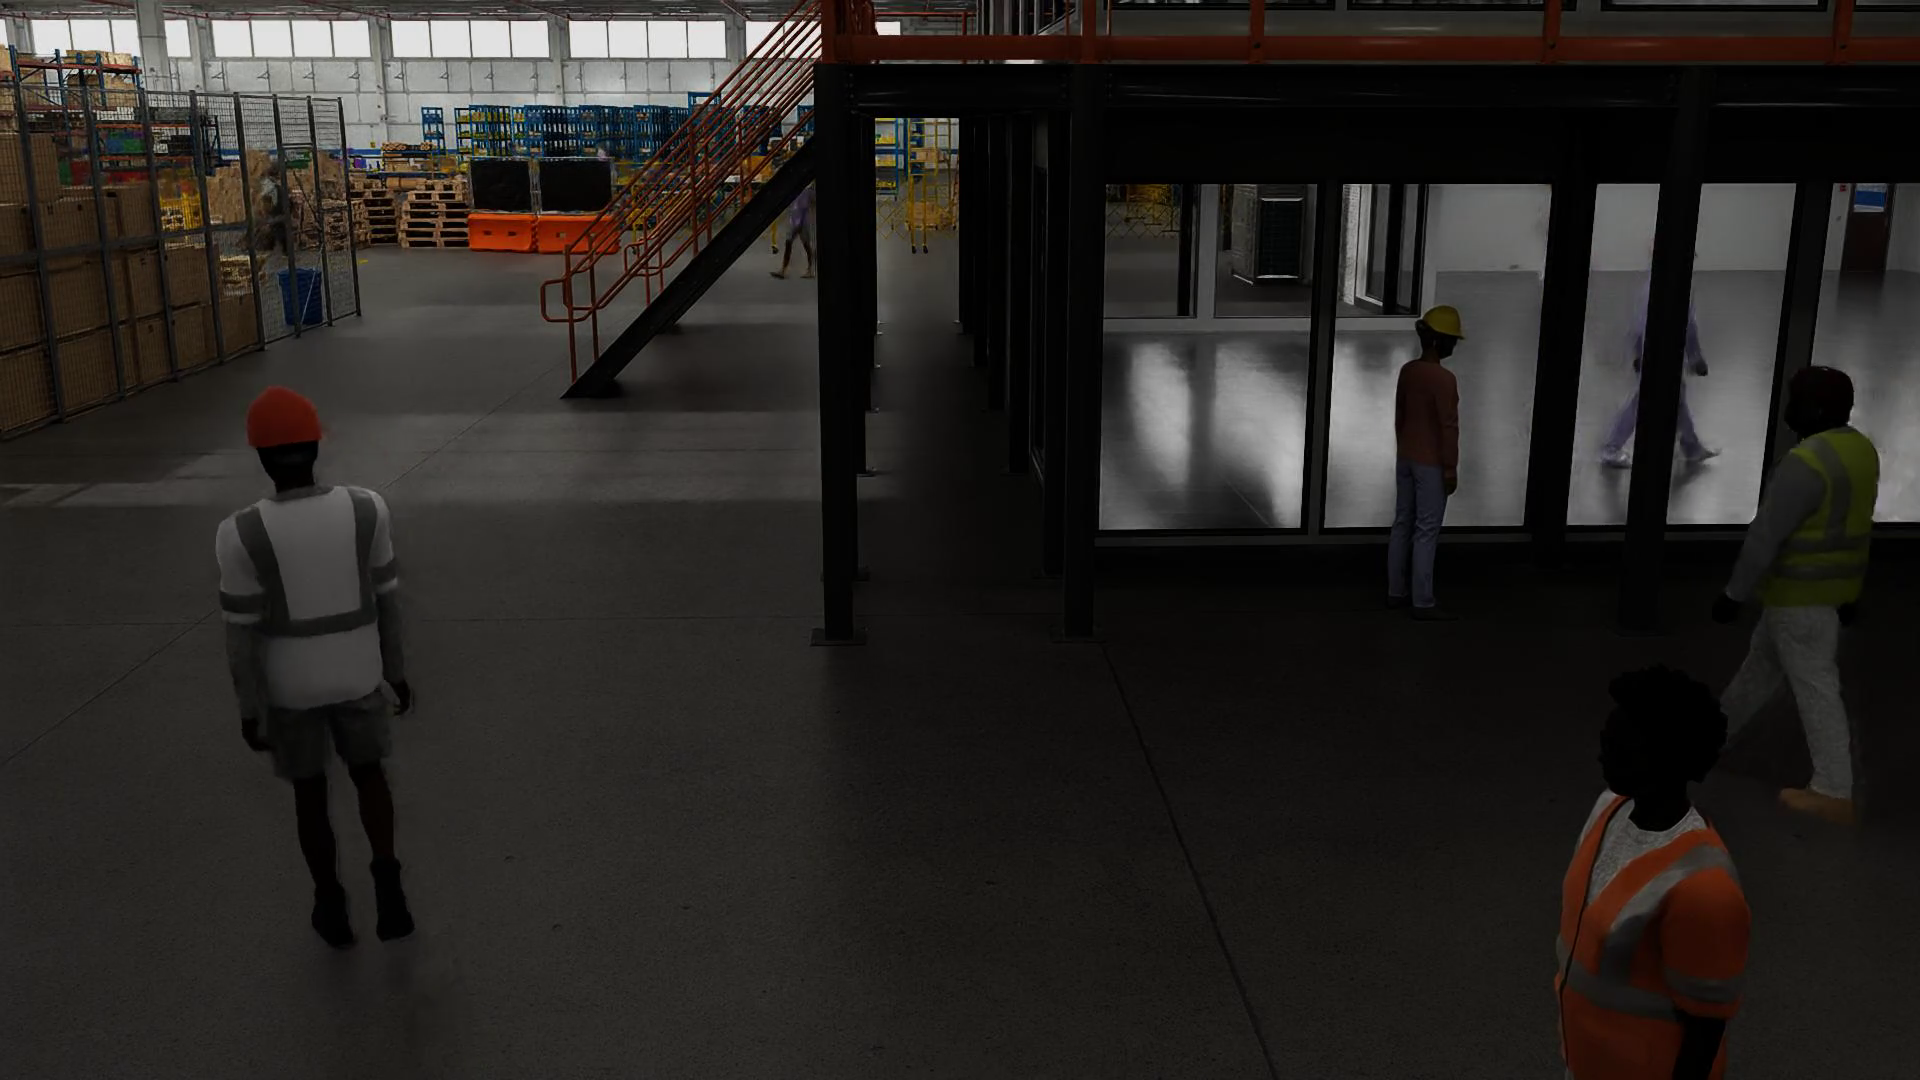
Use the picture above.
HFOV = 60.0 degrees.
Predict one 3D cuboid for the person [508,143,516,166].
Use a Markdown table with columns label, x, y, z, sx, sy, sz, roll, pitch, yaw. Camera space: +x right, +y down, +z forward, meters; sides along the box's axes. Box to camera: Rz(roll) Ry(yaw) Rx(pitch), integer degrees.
| label | x | y | z | sx | sy | sz | roll | pitch | yaw |
| --- | --- | --- | --- | --- | --- | --- | --- | --- | --- |
| person | -22.322 | -18.874 | 82.907 | 0.666 | 1.824 | 0.575 | -5 | 15 | -20 |

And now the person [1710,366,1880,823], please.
| label | x | y | z | sx | sy | sz | roll | pitch | yaw |
| --- | --- | --- | --- | --- | --- | --- | --- | --- | --- |
| person | 3.320 | 0.186 | 6.789 | 0.627 | 1.799 | 0.932 | -13 | 19 | -42 |

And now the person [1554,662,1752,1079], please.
| label | x | y | z | sx | sy | sz | roll | pitch | yaw |
| --- | --- | --- | --- | --- | --- | --- | --- | --- | --- |
| person | 1.382 | 1.074 | 3.440 | 0.316 | 1.696 | 0.541 | -1 | 14 | -3 |

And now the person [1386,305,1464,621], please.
| label | x | y | z | sx | sy | sz | roll | pitch | yaw |
| --- | --- | --- | --- | --- | --- | --- | --- | --- | --- |
| person | 2.623 | -0.428 | 9.315 | 0.318 | 1.764 | 0.522 | -5 | 15 | -18 |

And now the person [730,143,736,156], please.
| label | x | y | z | sx | sy | sz | roll | pitch | yaw |
| --- | --- | --- | --- | --- | --- | --- | --- | --- | --- |
| person | -12.872 | -21.522 | 93.530 | 0.805 | 1.801 | 0.627 | -3 | 14 | -14 |

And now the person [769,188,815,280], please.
| label | x | y | z | sx | sy | sz | roll | pitch | yaw |
| --- | --- | --- | --- | --- | --- | --- | --- | --- | --- |
| person | -2.965 | -5.636 | 29.640 | 0.627 | 1.992 | 1.001 | 13 | 19 | 42 |

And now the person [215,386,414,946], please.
| label | x | y | z | sx | sy | sz | roll | pitch | yaw |
| --- | --- | --- | --- | --- | --- | --- | --- | --- | --- |
| person | -2.078 | 0.459 | 5.439 | 0.578 | 1.924 | 0.533 | -10 | 17 | -34 |

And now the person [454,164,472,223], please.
| label | x | y | z | sx | sy | sz | roll | pitch | yaw |
| --- | --- | --- | --- | --- | --- | --- | --- | --- | --- |
| person | -13.154 | -9.111 | 44.145 | 0.520 | 1.690 | 0.998 | -2 | 14 | -8 |

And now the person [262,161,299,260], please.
| label | x | y | z | sx | sy | sz | roll | pitch | yaw |
| --- | --- | --- | --- | --- | --- | --- | --- | --- | --- |
| person | -13.837 | -6.707 | 33.841 | 0.602 | 2.000 | 0.686 | 2 | 14 | 9 |

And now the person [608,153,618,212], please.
| label | x | y | z | sx | sy | sz | roll | pitch | yaw |
| --- | --- | --- | --- | --- | --- | --- | --- | --- | --- |
| person | -10.969 | -11.232 | 52.325 | 0.557 | 1.845 | 0.562 | 2 | 14 | 7 |

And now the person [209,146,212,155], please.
| label | x | y | z | sx | sy | sz | roll | pitch | yaw |
| --- | --- | --- | --- | --- | --- | --- | --- | --- | --- |
| person | -40.385 | -20.456 | 89.104 | 0.454 | 1.889 | 0.675 | 11 | 18 | 38 |

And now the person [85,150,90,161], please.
| label | x | y | z | sx | sy | sz | roll | pitch | yaw |
| --- | --- | --- | --- | --- | --- | --- | --- | --- | --- |
| person | -32.736 | -13.916 | 62.910 | 0.634 | 1.913 | 0.825 | 12 | 18 | 39 |

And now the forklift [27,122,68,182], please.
| label | x | y | z | sx | sy | sz | roll | pitch | yaw |
| --- | --- | --- | --- | --- | --- | --- | --- | --- | --- |
| forklift | -35.376 | -14.773 | 64.377 | 1.129 | 2.768 | 1.873 | -1 | 14 | -2 |

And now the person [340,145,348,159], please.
| label | x | y | z | sx | sy | sz | roll | pitch | yaw |
| --- | --- | --- | --- | --- | --- | --- | --- | --- | --- |
| person | -30.590 | -18.747 | 82.550 | 0.341 | 1.748 | 0.573 | 4 | 15 | 14 |

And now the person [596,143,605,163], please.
| label | x | y | z | sx | sy | sz | roll | pitch | yaw |
| --- | --- | --- | --- | --- | --- | --- | --- | --- | --- |
| person | -16.590 | -17.334 | 76.625 | 0.627 | 1.890 | 0.648 | 0 | 14 | -1 |
